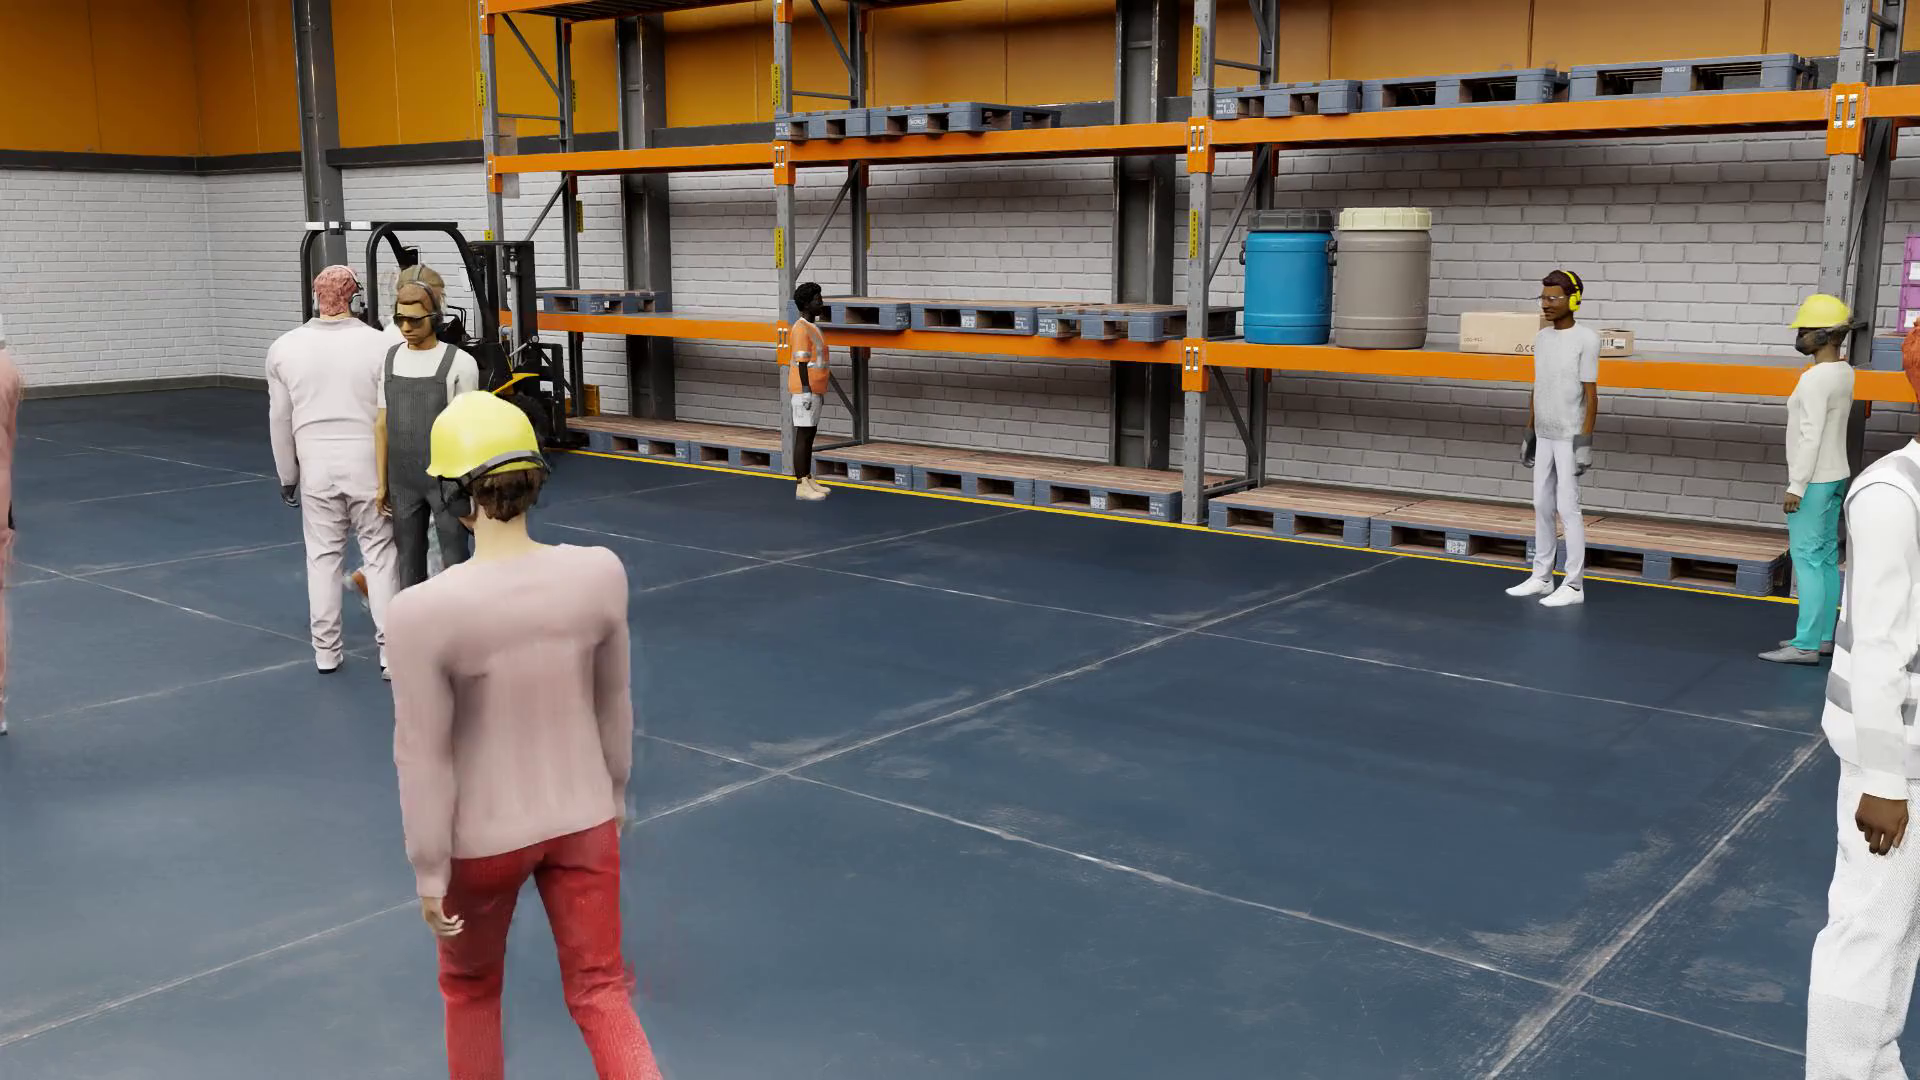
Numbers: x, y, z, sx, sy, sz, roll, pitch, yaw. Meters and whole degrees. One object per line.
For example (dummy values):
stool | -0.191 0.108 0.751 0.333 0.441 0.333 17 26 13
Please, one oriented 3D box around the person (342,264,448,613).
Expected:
person | -2.809 -0.440 8.450 0.569 1.911 0.632 -3 11 -15

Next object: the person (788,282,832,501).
person | -1.177 -1.164 13.034 0.318 1.697 0.534 1 10 5

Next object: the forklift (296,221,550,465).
forklift | -4.922 -1.741 14.854 1.214 2.155 2.313 8 13 38

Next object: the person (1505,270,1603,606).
person | 3.328 -0.562 9.267 0.320 1.859 0.515 -4 11 -19

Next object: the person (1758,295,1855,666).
person | 4.066 -0.282 7.961 0.320 1.766 0.535 10 14 43

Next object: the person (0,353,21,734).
person | -4.101 -0.119 6.733 0.452 1.885 0.658 5 11 27

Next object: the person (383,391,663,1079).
person | -0.832 0.576 3.281 0.525 1.738 0.773 -7 13 -36

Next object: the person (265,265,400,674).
person | -2.857 -0.322 7.790 0.655 1.906 0.407 -1 10 -6

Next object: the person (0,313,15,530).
person | -6.849 -0.996 11.451 0.376 1.933 0.545 9 14 42

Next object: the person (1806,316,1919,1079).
person | 2.048 0.454 3.554 0.356 1.883 0.573 10 14 43

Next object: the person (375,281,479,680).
person | -2.440 -0.259 7.628 0.504 1.840 0.345 1 10 7
